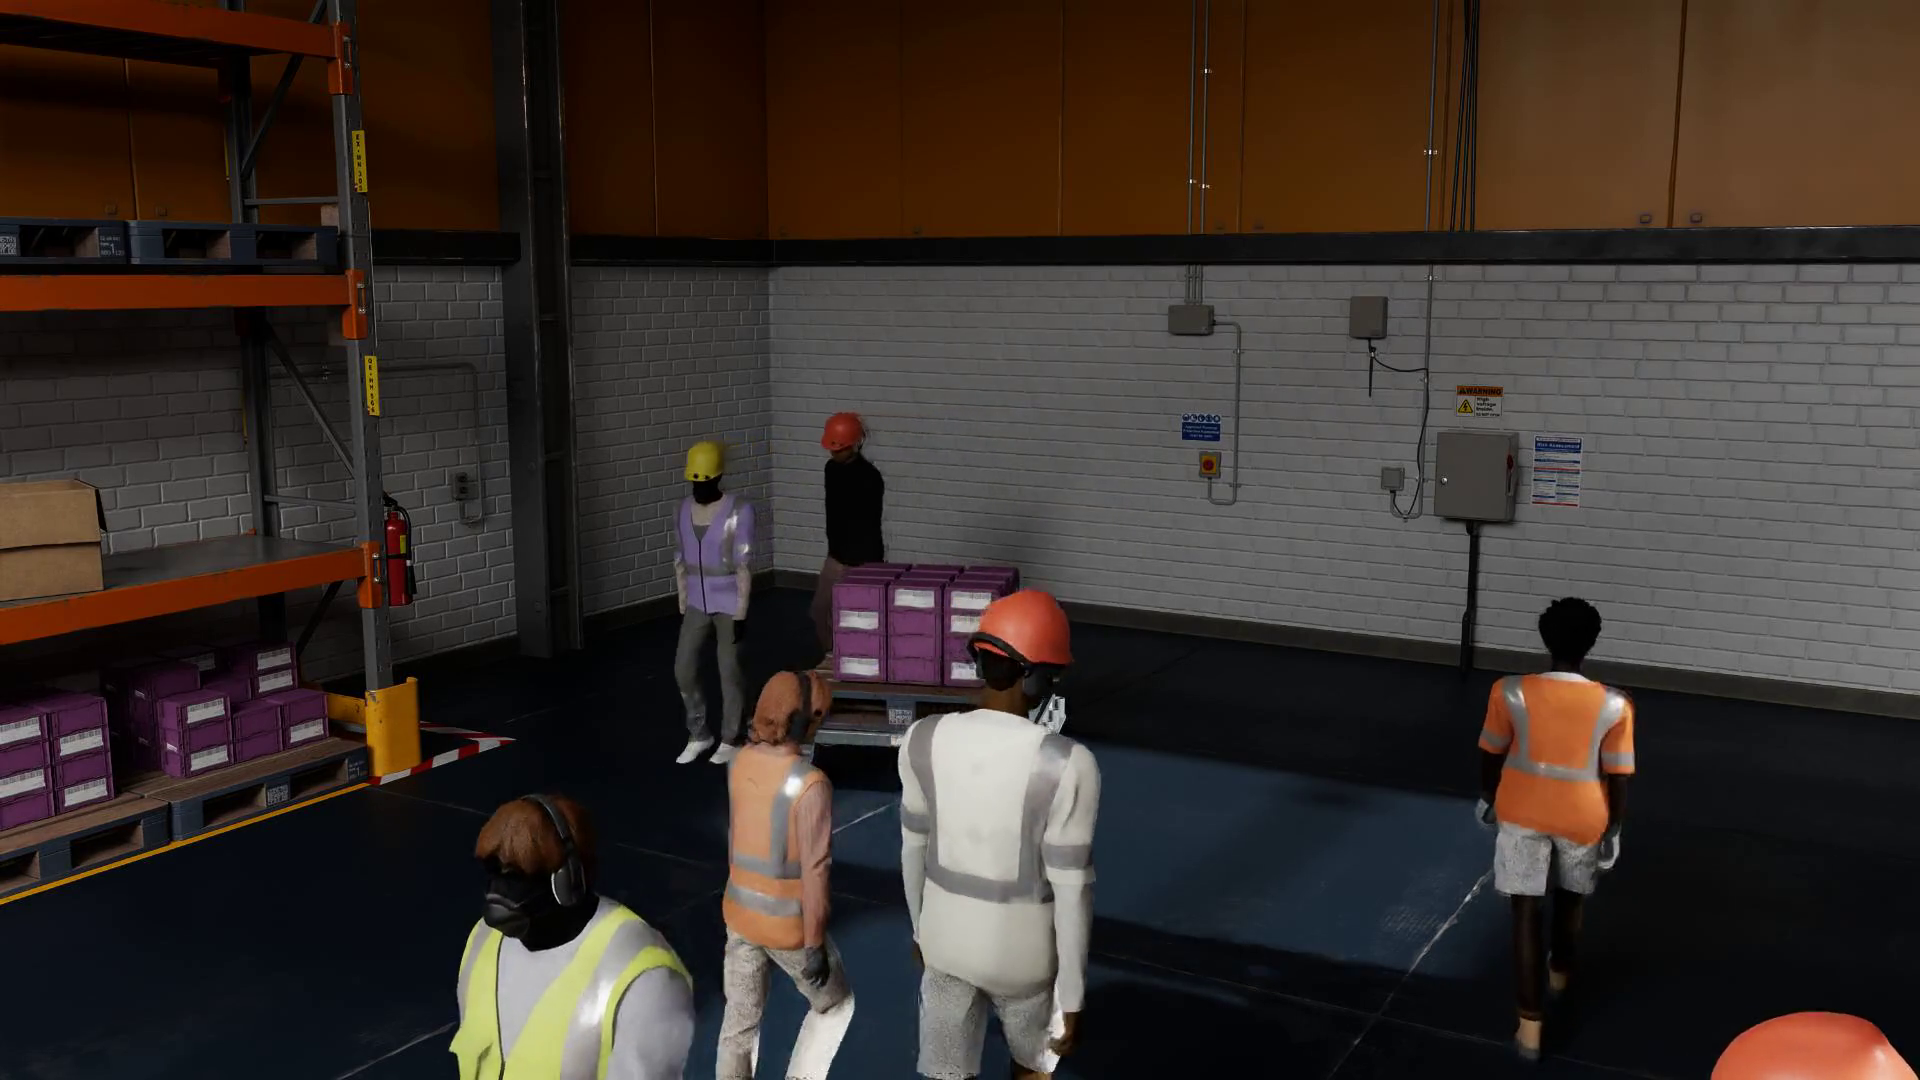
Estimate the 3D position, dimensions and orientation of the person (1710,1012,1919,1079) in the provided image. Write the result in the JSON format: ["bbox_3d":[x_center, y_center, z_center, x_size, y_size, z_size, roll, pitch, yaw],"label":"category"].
[{"bbox_3d":[1.044,1.534,2.154,0.344,1.942,0.551,9,13,43],"label":"person"}]

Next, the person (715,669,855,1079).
[{"bbox_3d":[-0.565,1.198,5.228,0.498,1.616,0.623,-8,12,-42],"label":"person"}]

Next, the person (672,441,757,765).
[{"bbox_3d":[-1.437,0.377,9.535,0.583,1.894,0.563,4,10,23],"label":"person"}]

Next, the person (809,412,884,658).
[{"bbox_3d":[-0.748,0.127,10.911,0.593,1.945,0.696,-7,12,-38],"label":"person"}]

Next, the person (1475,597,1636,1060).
[{"bbox_3d":[2.208,1.026,6.213,0.541,1.646,0.868,3,9,16],"label":"person"}]

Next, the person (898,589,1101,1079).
[{"bbox_3d":[0.114,1.122,4.624,0.631,1.983,1.017,4,10,24],"label":"person"}]

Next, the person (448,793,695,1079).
[{"bbox_3d":[-0.842,1.406,3.419,0.623,1.790,0.960,6,11,32],"label":"person"}]
